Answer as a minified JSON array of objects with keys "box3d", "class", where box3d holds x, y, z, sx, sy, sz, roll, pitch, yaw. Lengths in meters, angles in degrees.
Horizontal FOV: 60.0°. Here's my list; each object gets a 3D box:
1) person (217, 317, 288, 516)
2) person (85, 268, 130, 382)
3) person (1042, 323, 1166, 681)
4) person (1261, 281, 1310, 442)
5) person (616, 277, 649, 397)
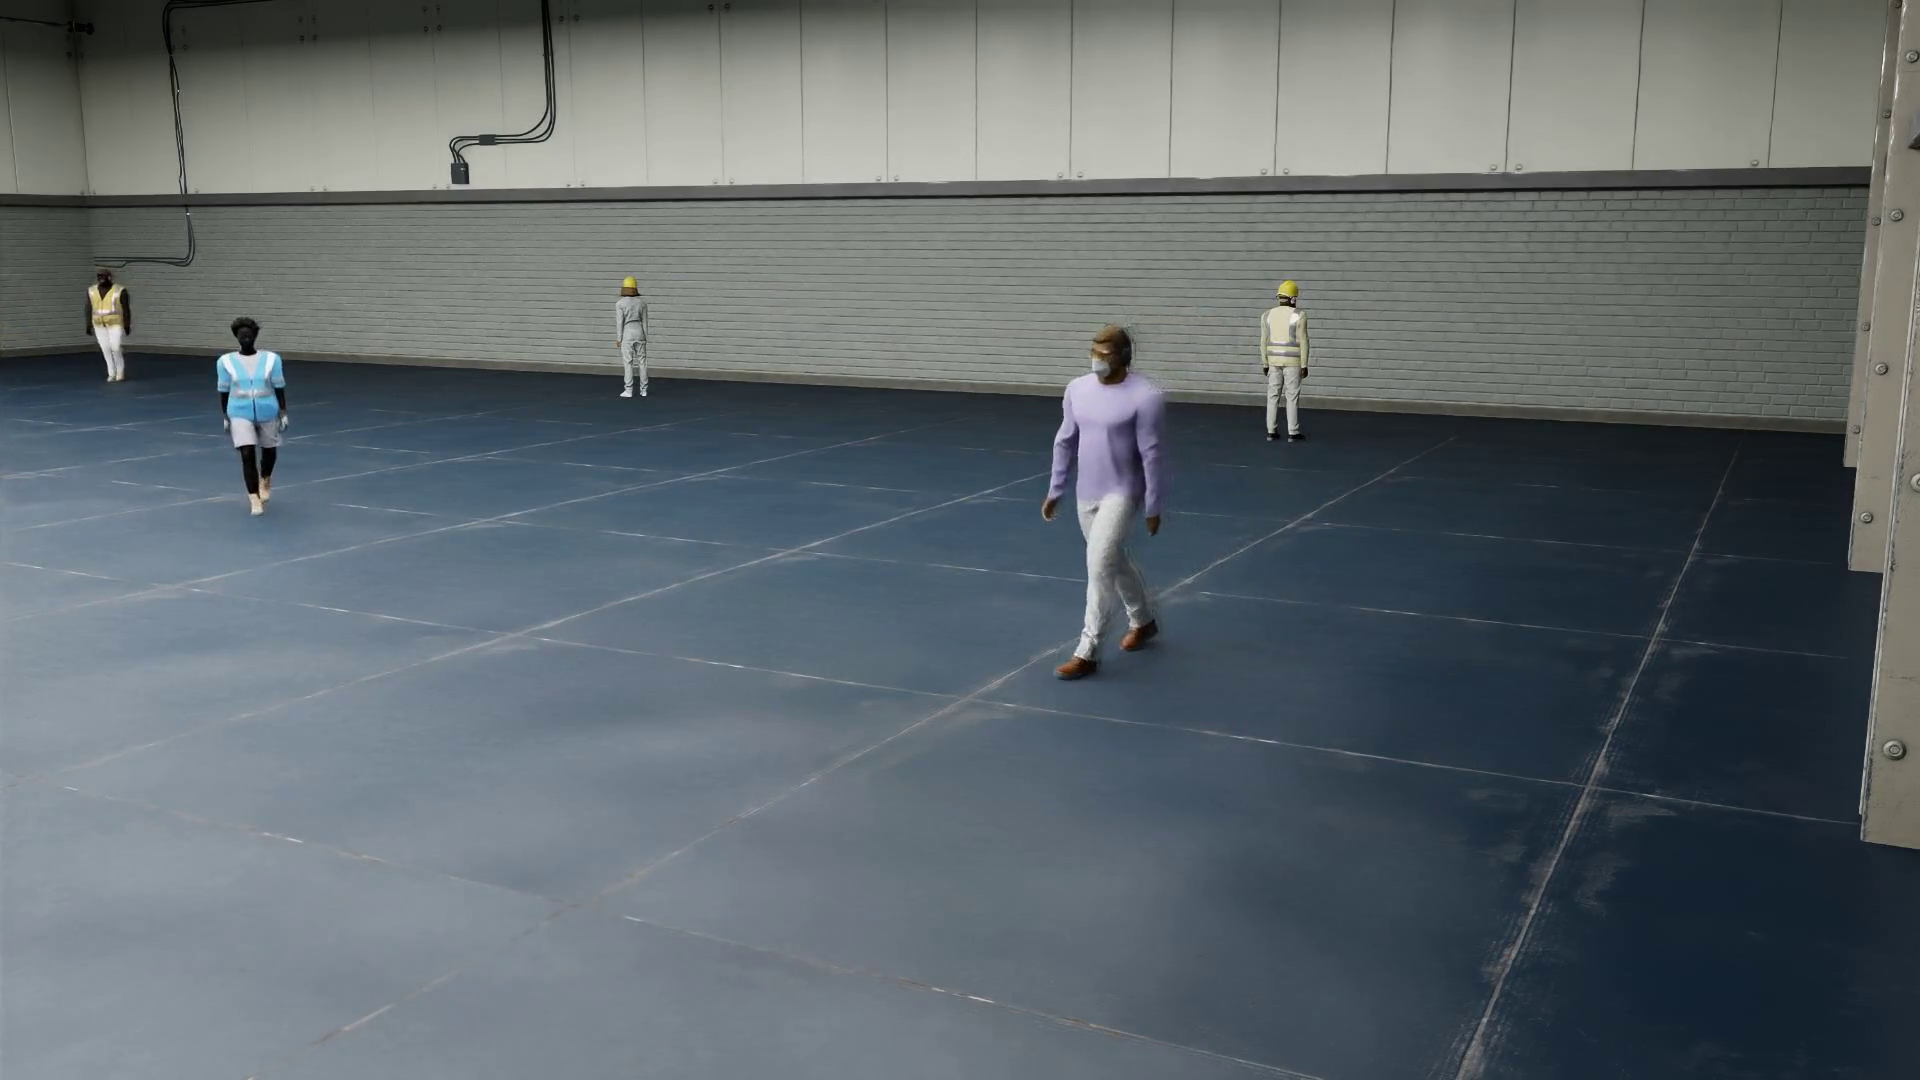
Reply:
[{"box3d":[-6.040,-1.075,14.207,0.534,1.669,0.739,-5,12,-27],"class":"person"},{"box3d":[-13.686,-3.441,26.687,0.638,1.824,0.470,-1,10,-4],"class":"person"},{"box3d":[0.846,-0.241,9.087,1.018,1.897,0.643,-10,14,-43],"class":"person"},{"box3d":[3.728,-2.037,19.017,0.587,1.834,0.403,8,13,37],"class":"person"},{"box3d":[-4.795,-2.963,24.315,0.486,1.744,0.294,-7,13,-34],"class":"person"}]
